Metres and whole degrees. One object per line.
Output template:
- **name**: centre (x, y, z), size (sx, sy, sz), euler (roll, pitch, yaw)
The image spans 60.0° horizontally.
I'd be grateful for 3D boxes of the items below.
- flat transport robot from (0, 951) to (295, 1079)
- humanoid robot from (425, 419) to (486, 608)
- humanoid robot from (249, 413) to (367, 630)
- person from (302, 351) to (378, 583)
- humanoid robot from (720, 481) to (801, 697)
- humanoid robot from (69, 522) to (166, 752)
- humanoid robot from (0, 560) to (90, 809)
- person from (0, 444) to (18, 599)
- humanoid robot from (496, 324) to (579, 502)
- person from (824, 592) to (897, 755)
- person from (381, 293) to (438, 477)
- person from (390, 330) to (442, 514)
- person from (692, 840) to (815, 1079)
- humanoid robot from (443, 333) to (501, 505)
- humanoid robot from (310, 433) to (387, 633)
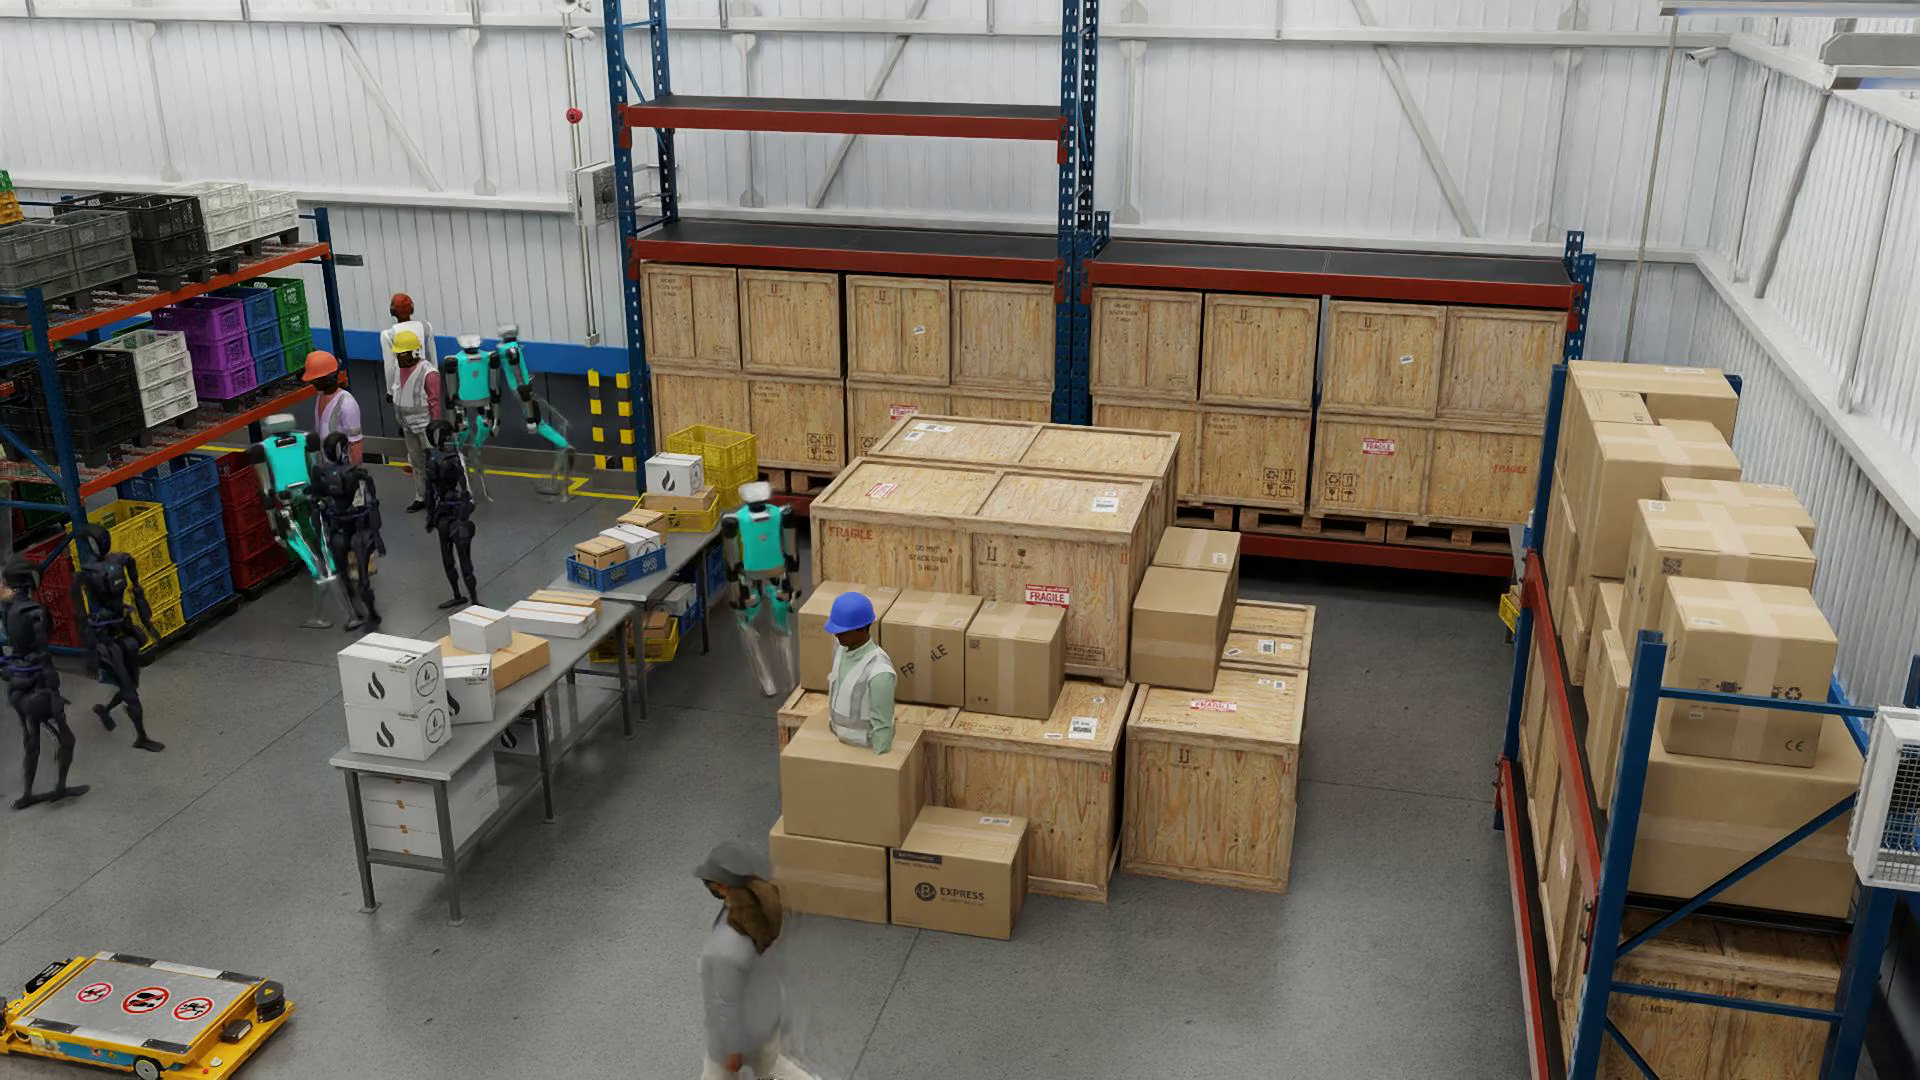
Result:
- **flat transport robot**: centre (-4.270, 2.464, 8.601), size (1.431, 0.231, 0.659), euler (5, 22, 13)
- **humanoid robot**: centre (-4.151, -0.186, 13.549), size (0.599, 1.653, 0.324), euler (17, 27, 38)
- **humanoid robot**: centre (-5.146, -0.080, 13.190), size (0.636, 1.766, 0.814), euler (-13, 24, -30)
- **person**: centre (-5.322, -0.633, 14.236), size (0.604, 2.033, 0.388), euler (19, 28, 41)
- **humanoid robot**: centre (-1.453, 0.363, 12.078), size (0.570, 1.807, 0.759), euler (-6, 22, -14)
- **humanoid robot**: centre (-5.849, 0.652, 11.444), size (0.737, 1.654, 0.589), euler (8, 22, 19)
- **humanoid robot**: centre (-5.967, 0.934, 10.640), size (0.601, 1.640, 0.464), euler (18, 27, 39)
- **person**: centre (-8.134, -0.415, 13.946), size (0.431, 1.835, 0.622), euler (-2, 21, -5)
- **humanoid robot**: centre (-4.038, -1.245, 16.268), size (0.839, 1.786, 0.610), euler (-8, 22, -20)
- **person**: centre (-0.575, 1.188, 9.606), size (0.411, 1.939, 0.602), euler (-11, 23, -26)
- **person**: centre (-5.562, -1.574, 16.903), size (0.572, 1.883, 0.355), euler (-19, 28, -40)
- **person**: centre (-5.124, -1.100, 15.753), size (0.589, 1.824, 0.405), euler (13, 24, 30)
- **person**: centre (-0.885, 2.121, 7.427), size (0.736, 1.742, 0.574), euler (5, 21, 13)
- **humanoid robot**: centre (-4.734, -1.180, 16.058), size (0.541, 1.752, 0.750), euler (-13, 24, -30)
- **humanoid robot**: centre (-4.873, -0.066, 13.251), size (0.613, 1.654, 0.306), euler (2, 21, 6)
